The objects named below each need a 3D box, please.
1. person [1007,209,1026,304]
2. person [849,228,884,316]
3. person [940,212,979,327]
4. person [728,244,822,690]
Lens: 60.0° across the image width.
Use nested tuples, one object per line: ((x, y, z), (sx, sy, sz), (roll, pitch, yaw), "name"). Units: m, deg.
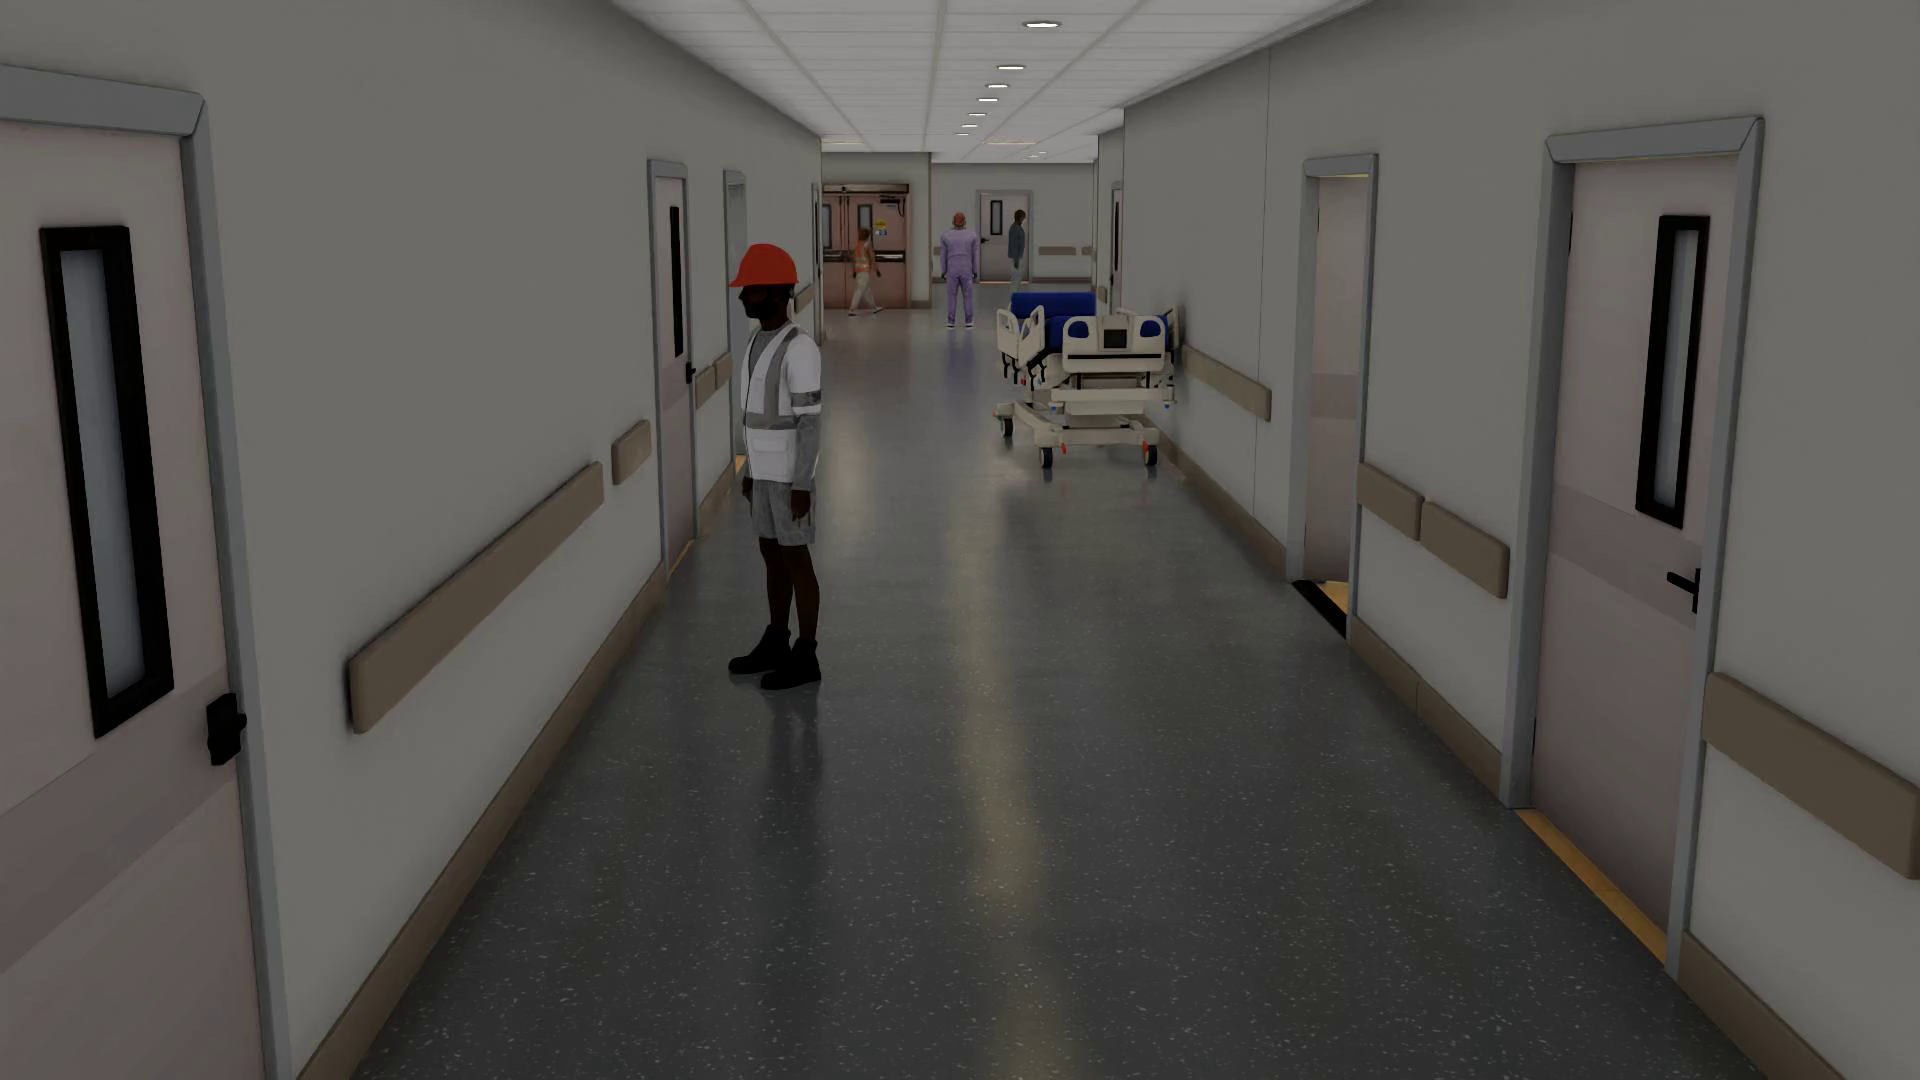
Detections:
((1.123, -5.516, 32.654), (0.373, 1.928, 0.639), (2, 12, 10), "person")
((-1.736, -4.934, 30.644), (0.875, 1.591, 0.529), (-8, 14, -35), "person")
((-0.010, -4.509, 27.796), (0.641, 1.908, 0.407), (0, 12, -2), "person")
((-0.812, -0.314, 7.280), (0.372, 1.939, 0.544), (-7, 14, -31), "person")
